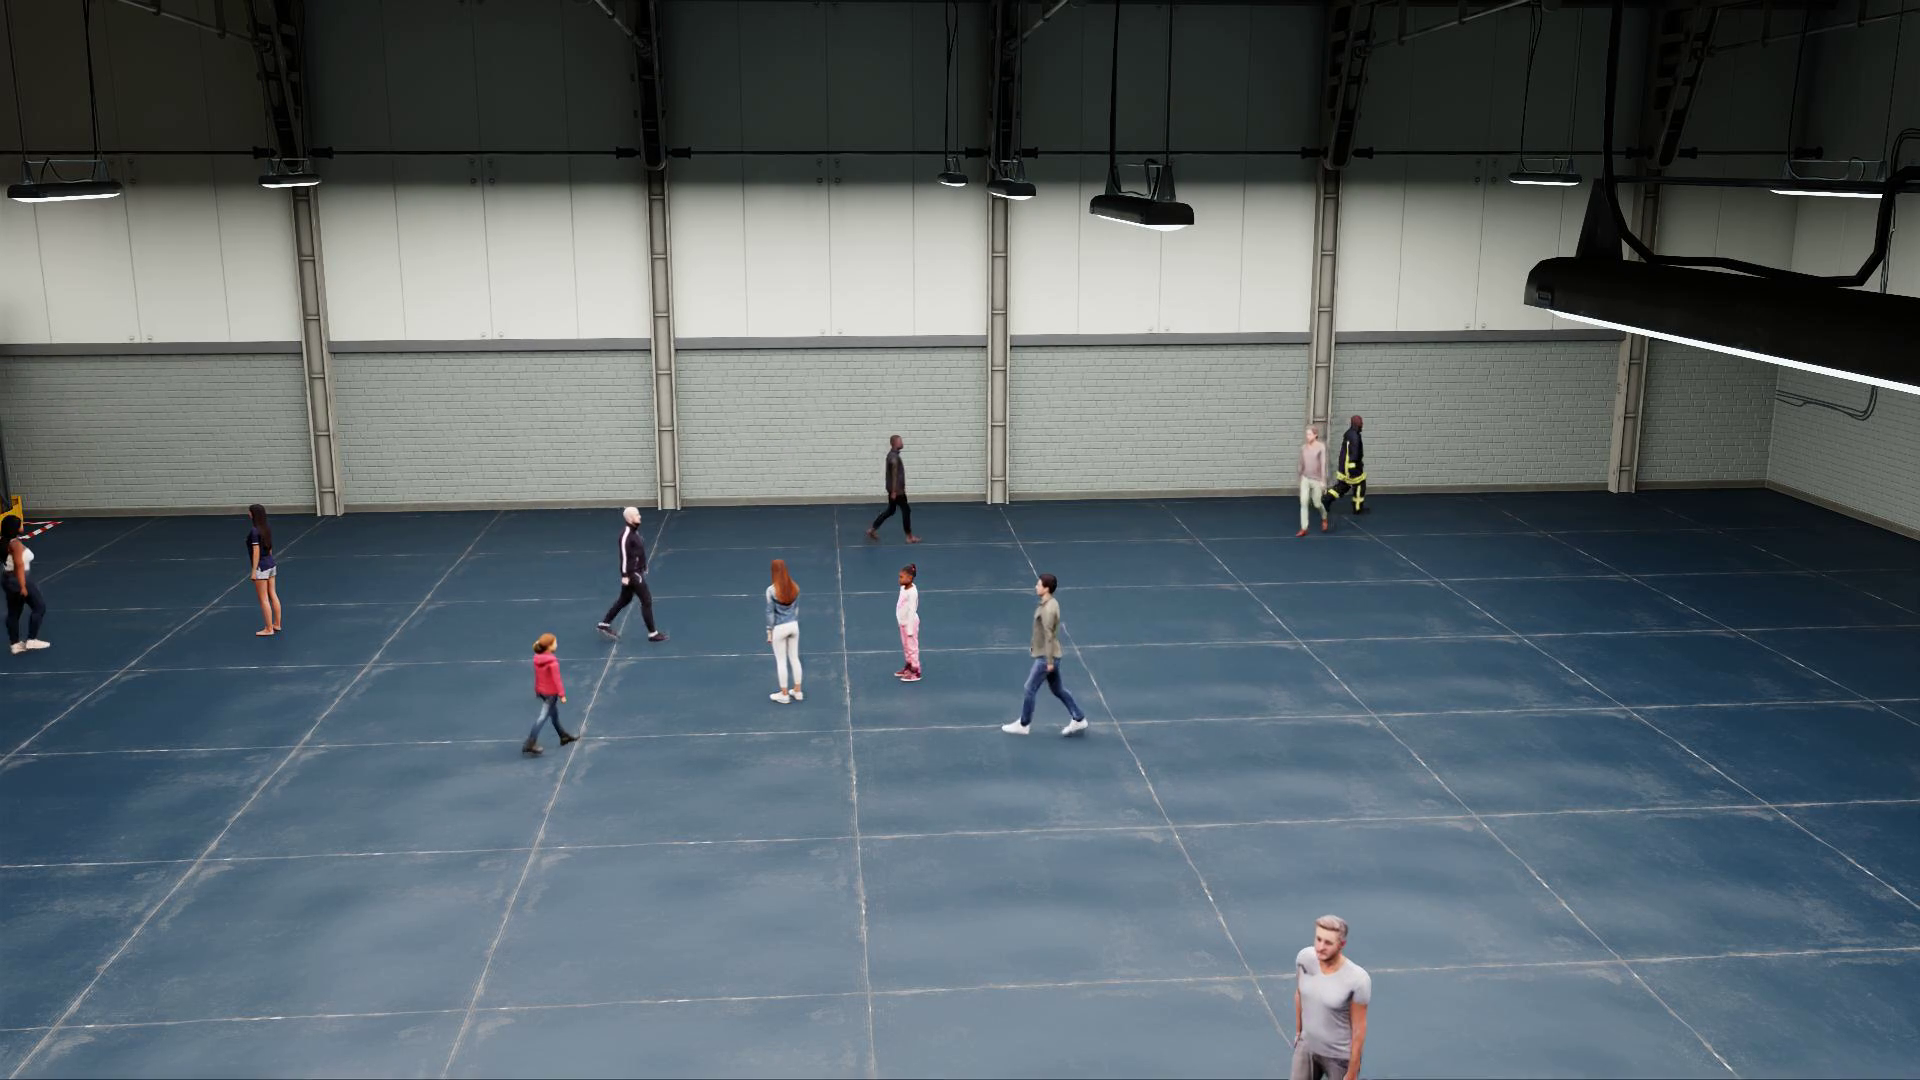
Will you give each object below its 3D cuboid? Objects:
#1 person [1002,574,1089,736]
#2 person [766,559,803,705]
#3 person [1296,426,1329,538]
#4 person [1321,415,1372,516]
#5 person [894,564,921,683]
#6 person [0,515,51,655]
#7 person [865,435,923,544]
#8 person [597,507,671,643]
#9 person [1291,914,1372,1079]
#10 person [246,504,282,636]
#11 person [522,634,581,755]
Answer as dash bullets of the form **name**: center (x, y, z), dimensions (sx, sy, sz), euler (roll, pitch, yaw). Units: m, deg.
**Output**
- **person**: center (1.048, 1.274, 18.170), dimensions (1.248, 1.840, 0.907), euler (2, 13, 10)
- **person**: center (-2.037, 1.063, 19.413), dimensions (0.671, 1.692, 0.762), euler (-11, 17, -39)
- **person**: center (5.951, -0.992, 27.918), dimensions (1.046, 1.859, 1.099), euler (10, 17, 38)
- **person**: center (6.844, -1.314, 29.450), dimensions (1.158, 1.794, 0.753), euler (-2, 13, -8)
- **person**: center (-0.622, 0.989, 20.273), dimensions (0.577, 1.447, 0.588), euler (-5, 14, -21)
- **person**: center (-12.111, 0.593, 21.212), dimensions (0.790, 1.795, 0.858), euler (9, 16, 35)
- **person**: center (-1.136, -0.803, 27.226), dimensions (1.160, 1.803, 0.719), euler (-2, 13, -7)
- **person**: center (-4.383, 0.469, 21.746), dimensions (1.207, 1.797, 0.706), euler (-1, 13, -2)
- **person**: center (2.333, 3.122, 10.286), dimensions (1.029, 1.797, 1.110), euler (13, 18, 43)
- **person**: center (-9.288, 0.386, 22.175), dimensions (0.597, 1.765, 0.631), euler (2, 13, 9)
- **person**: center (-4.453, 1.662, 17.724), dimensions (0.988, 1.286, 0.845), euler (-10, 17, -38)
